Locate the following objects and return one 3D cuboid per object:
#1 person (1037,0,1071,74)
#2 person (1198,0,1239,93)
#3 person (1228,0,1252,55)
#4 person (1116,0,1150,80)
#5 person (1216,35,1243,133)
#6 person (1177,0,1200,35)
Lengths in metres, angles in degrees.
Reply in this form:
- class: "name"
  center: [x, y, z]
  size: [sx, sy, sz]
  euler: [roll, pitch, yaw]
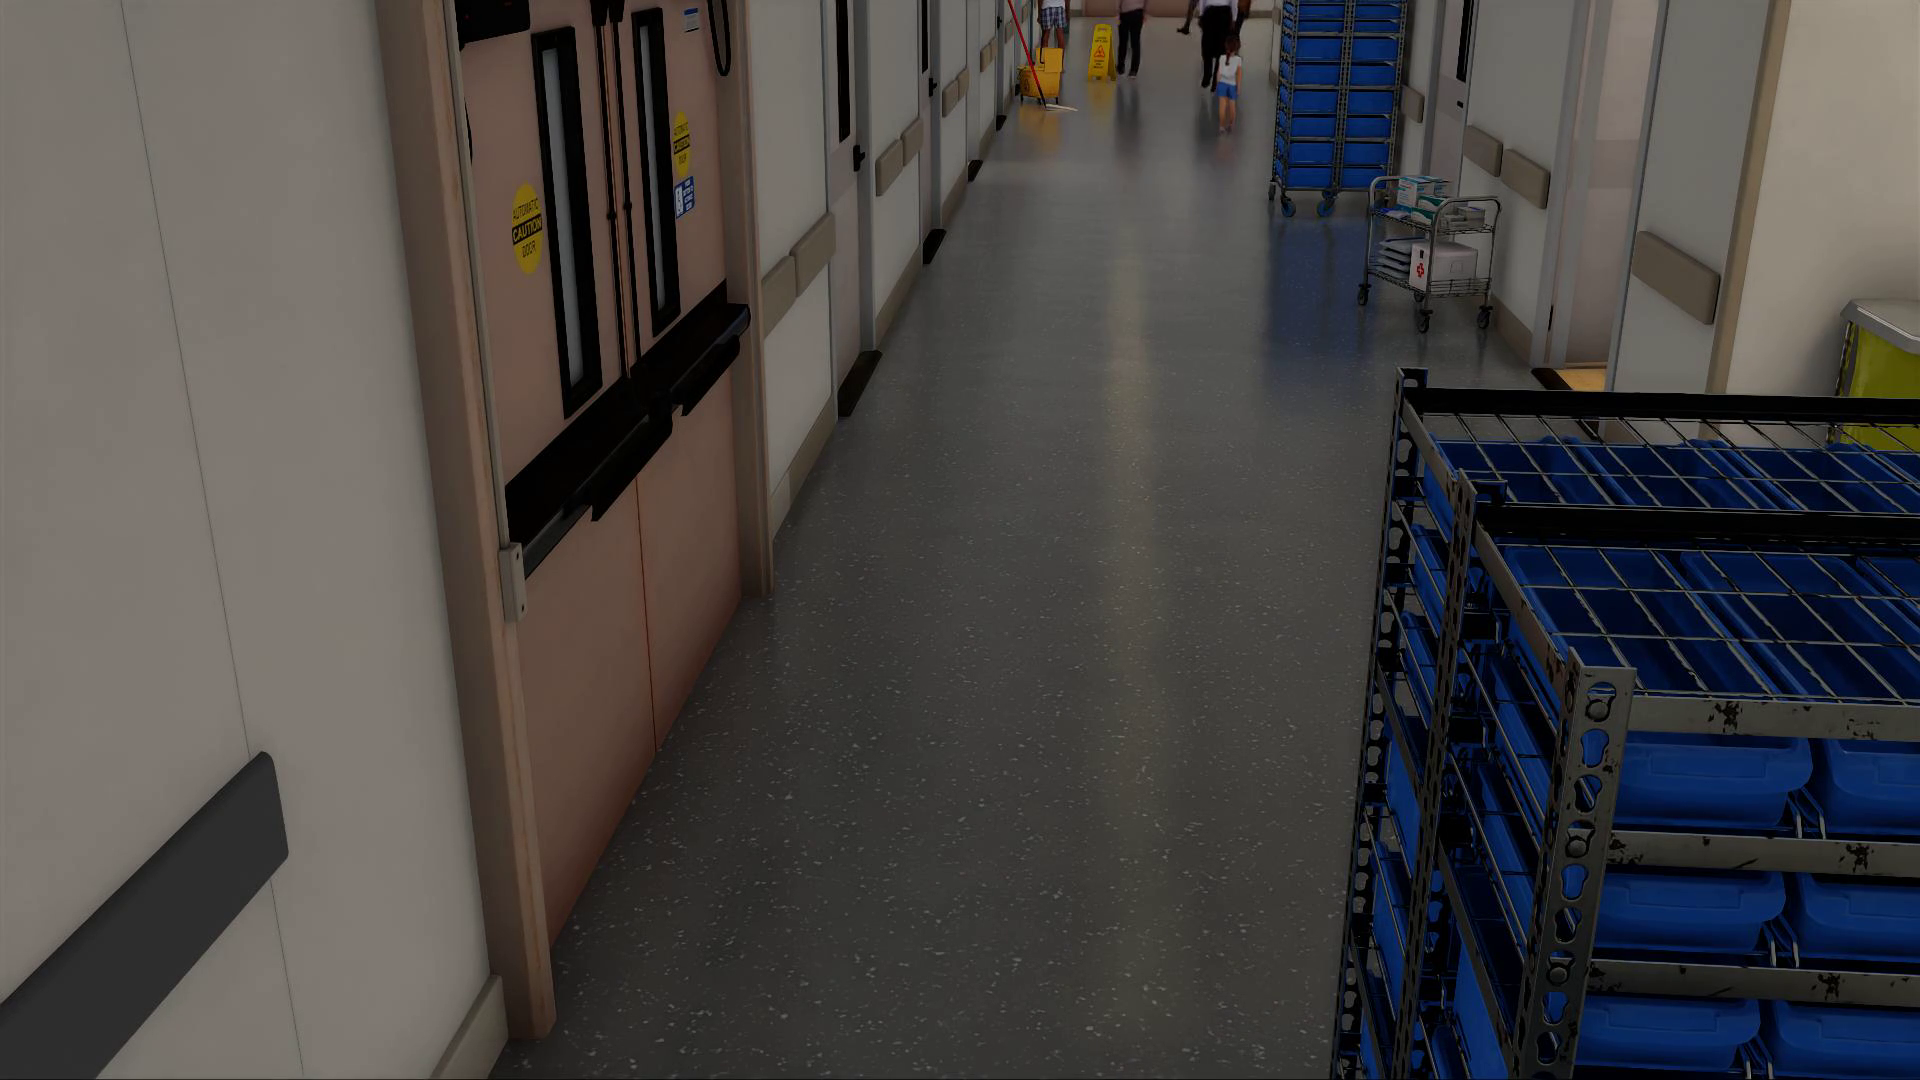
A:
- class: "person"
  center: [1.359, -7.719, 24.271]
  size: [0.637, 1.735, 0.539]
  euler: [0, 21, 1]
- class: "person"
  center: [3.306, -6.706, 21.479]
  size: [0.735, 1.818, 0.839]
  euler: [6, 21, 14]
- class: "person"
  center: [4.057, -7.839, 24.459]
  size: [0.841, 1.785, 1.031]
  euler: [8, 22, 19]
- class: "person"
  center: [2.374, -7.200, 22.873]
  size: [0.827, 1.755, 1.260]
  euler: [-2, 21, -6]
- class: "person"
  center: [2.837, -4.824, 17.683]
  size: [0.481, 0.986, 0.754]
  euler: [5, 21, 12]
- class: "person"
  center: [4.609, -10.271, 31.088]
  size: [1.006, 1.679, 1.038]
  euler: [-17, 27, -38]
